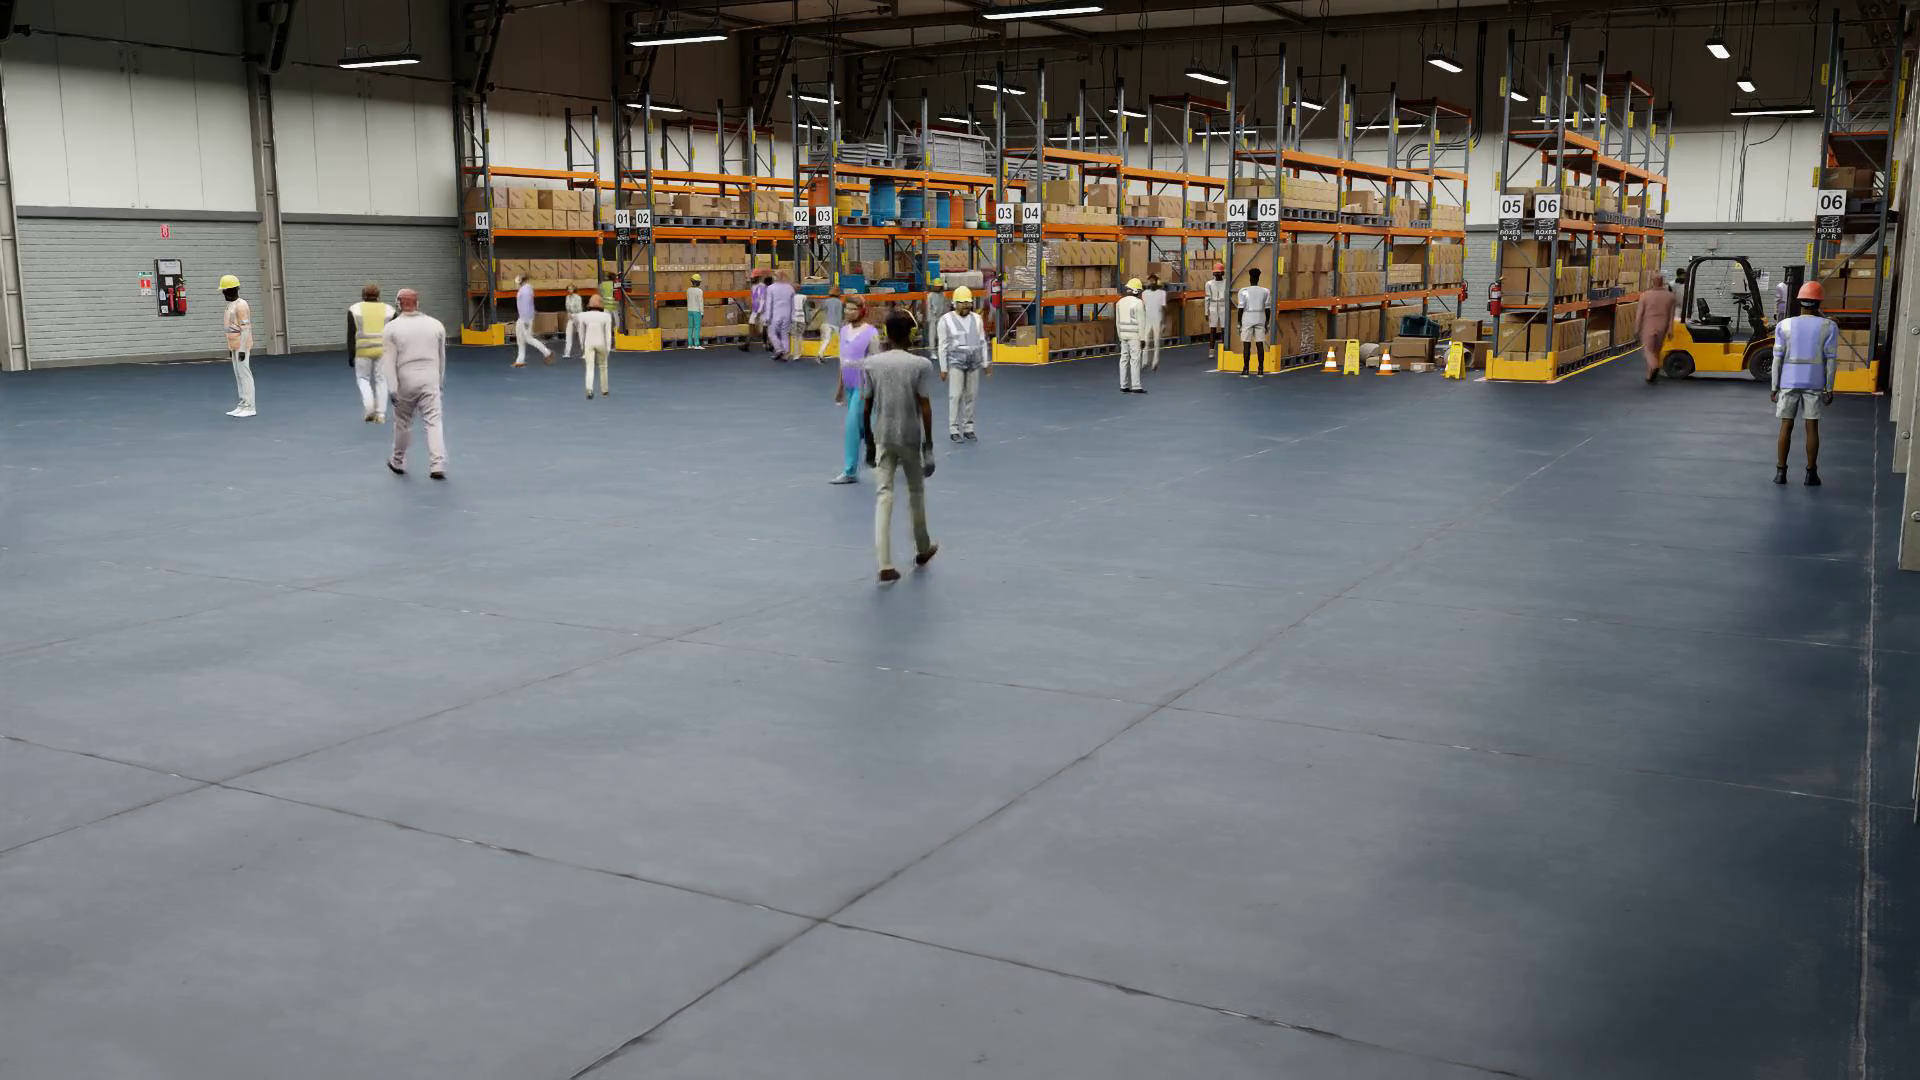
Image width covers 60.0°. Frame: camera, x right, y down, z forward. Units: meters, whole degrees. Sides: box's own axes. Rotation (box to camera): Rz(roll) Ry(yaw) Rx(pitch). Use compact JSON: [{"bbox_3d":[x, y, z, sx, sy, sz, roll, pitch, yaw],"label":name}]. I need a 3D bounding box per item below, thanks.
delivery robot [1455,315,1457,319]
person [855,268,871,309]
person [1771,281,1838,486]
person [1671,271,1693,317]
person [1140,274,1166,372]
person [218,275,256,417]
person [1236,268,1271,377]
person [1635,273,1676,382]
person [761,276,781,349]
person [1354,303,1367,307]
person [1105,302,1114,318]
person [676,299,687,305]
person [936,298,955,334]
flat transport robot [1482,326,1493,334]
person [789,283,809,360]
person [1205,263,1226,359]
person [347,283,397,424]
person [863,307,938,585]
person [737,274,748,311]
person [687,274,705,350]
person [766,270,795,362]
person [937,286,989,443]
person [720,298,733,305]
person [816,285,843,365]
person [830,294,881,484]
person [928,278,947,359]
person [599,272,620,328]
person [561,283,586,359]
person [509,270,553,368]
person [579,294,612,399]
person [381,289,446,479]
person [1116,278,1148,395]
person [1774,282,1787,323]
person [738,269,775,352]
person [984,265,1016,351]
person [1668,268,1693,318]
[{"bbox_3d":[13.595,-5.940,45.687,0.707,0.478,0.477,-2,10,-10],"label":"delivery robot"},{"bbox_3d":[-2.677,-6.409,44.884,0.618,1.852,0.842,4,11,24],"label":"person"},{"bbox_3d":[8.029,-1.486,15.844,0.551,1.934,0.372,6,11,30],"label":"person"},{"bbox_3d":[17.709,-5.690,40.808,0.528,1.832,0.966,4,11,25],"label":"person"},{"bbox_3d":[3.593,-4.069,31.252,0.559,1.833,0.886,4,10,21],"label":"person"},{"bbox_3d":[-9.806,-2.624,22.565,0.381,1.918,0.584,-7,12,-36],"label":"person"},{"bbox_3d":[5.269,-3.900,29.889,0.613,1.963,0.361,-1,10,-5],"label":"person"},{"bbox_3d":[11.924,-3.623,28.510,0.652,1.885,0.731,0,10,-1],"label":"person"},{"bbox_3d":[-4.470,-5.338,39.093,0.535,1.700,0.318,6,12,32],"label":"person"},{"bbox_3d":[11.322,-6.843,47.336,0.942,1.911,0.552,6,11,32],"label":"person"},{"bbox_3d":[4.298,-6.593,45.886,0.639,1.902,1.000,3,10,19],"label":"person"},{"bbox_3d":[-7.001,-5.955,42.275,0.506,1.847,0.343,5,11,28],"label":"person"},{"bbox_3d":[-0.409,-6.351,44.658,0.638,1.821,0.636,5,11,26],"label":"person"},{"bbox_3d":[14.349,-5.786,45.890,0.652,0.197,1.431,0,10,1],"label":"flat transport robot"},{"bbox_3d":[-3.488,-4.588,34.942,0.541,1.609,0.710,-6,11,-29],"label":"person"},{"bbox_3d":[5.465,-4.830,35.143,0.604,2.038,0.404,3,10,19],"label":"person"},{"bbox_3d":[-7.628,-2.421,21.630,0.658,1.828,0.480,-5,11,-27],"label":"person"},{"bbox_3d":[-0.391,-0.653,11.288,0.555,1.822,0.941,2,10,14],"label":"person"},{"bbox_3d":[-6.114,-6.611,46.497,0.369,1.724,0.630,-3,10,-15],"label":"person"},{"bbox_3d":[-6.167,-5.322,38.833,0.518,1.757,0.337,7,12,37],"label":"person"},{"bbox_3d":[-3.721,-4.604,34.244,0.695,1.887,0.426,-7,12,-36],"label":"person"},{"bbox_3d":[0.027,-2.052,19.482,0.613,1.823,0.406,-5,11,-29],"label":"person"},{"bbox_3d":[-6.600,-6.823,47.291,0.578,1.866,0.697,6,11,32],"label":"person"},{"bbox_3d":[-2.567,-4.321,33.414,0.496,1.605,0.776,7,12,36],"label":"person"},{"bbox_3d":[-0.908,-1.464,16.055,0.822,1.824,0.562,-6,12,-33],"label":"person"},{"bbox_3d":[-0.480,-4.684,35.209,0.497,1.714,0.528,-6,11,-32],"label":"person"},{"bbox_3d":[-8.544,-5.681,40.839,0.634,1.799,0.953,1,10,3],"label":"person"},{"bbox_3d":[-8.149,-4.613,35.127,0.536,1.597,0.809,6,12,33],"label":"person"},{"bbox_3d":[-8.400,-4.304,32.412,0.765,1.917,0.640,-4,10,-22],"label":"person"},{"bbox_3d":[-5.598,-2.972,25.543,0.502,1.593,0.839,-1,10,-5],"label":"person"},{"bbox_3d":[-5.374,-1.536,16.391,0.645,1.852,1.007,-7,12,-34],"label":"person"},{"bbox_3d":[2.724,-3.200,26.216,0.403,1.822,0.587,-7,12,-36],"label":"person"},{"bbox_3d":[18.391,-5.077,36.937,0.591,1.918,0.404,5,11,25],"label":"person"},{"bbox_3d":[-4.588,-5.198,37.747,0.552,1.882,1.015,8,13,40],"label":"person"},{"bbox_3d":[0.864,-5.343,38.277,1.076,1.992,0.621,-9,13,-42],"label":"person"},{"bbox_3d":[18.436,-6.023,42.607,0.606,1.863,0.902,6,11,31],"label":"person"}]
